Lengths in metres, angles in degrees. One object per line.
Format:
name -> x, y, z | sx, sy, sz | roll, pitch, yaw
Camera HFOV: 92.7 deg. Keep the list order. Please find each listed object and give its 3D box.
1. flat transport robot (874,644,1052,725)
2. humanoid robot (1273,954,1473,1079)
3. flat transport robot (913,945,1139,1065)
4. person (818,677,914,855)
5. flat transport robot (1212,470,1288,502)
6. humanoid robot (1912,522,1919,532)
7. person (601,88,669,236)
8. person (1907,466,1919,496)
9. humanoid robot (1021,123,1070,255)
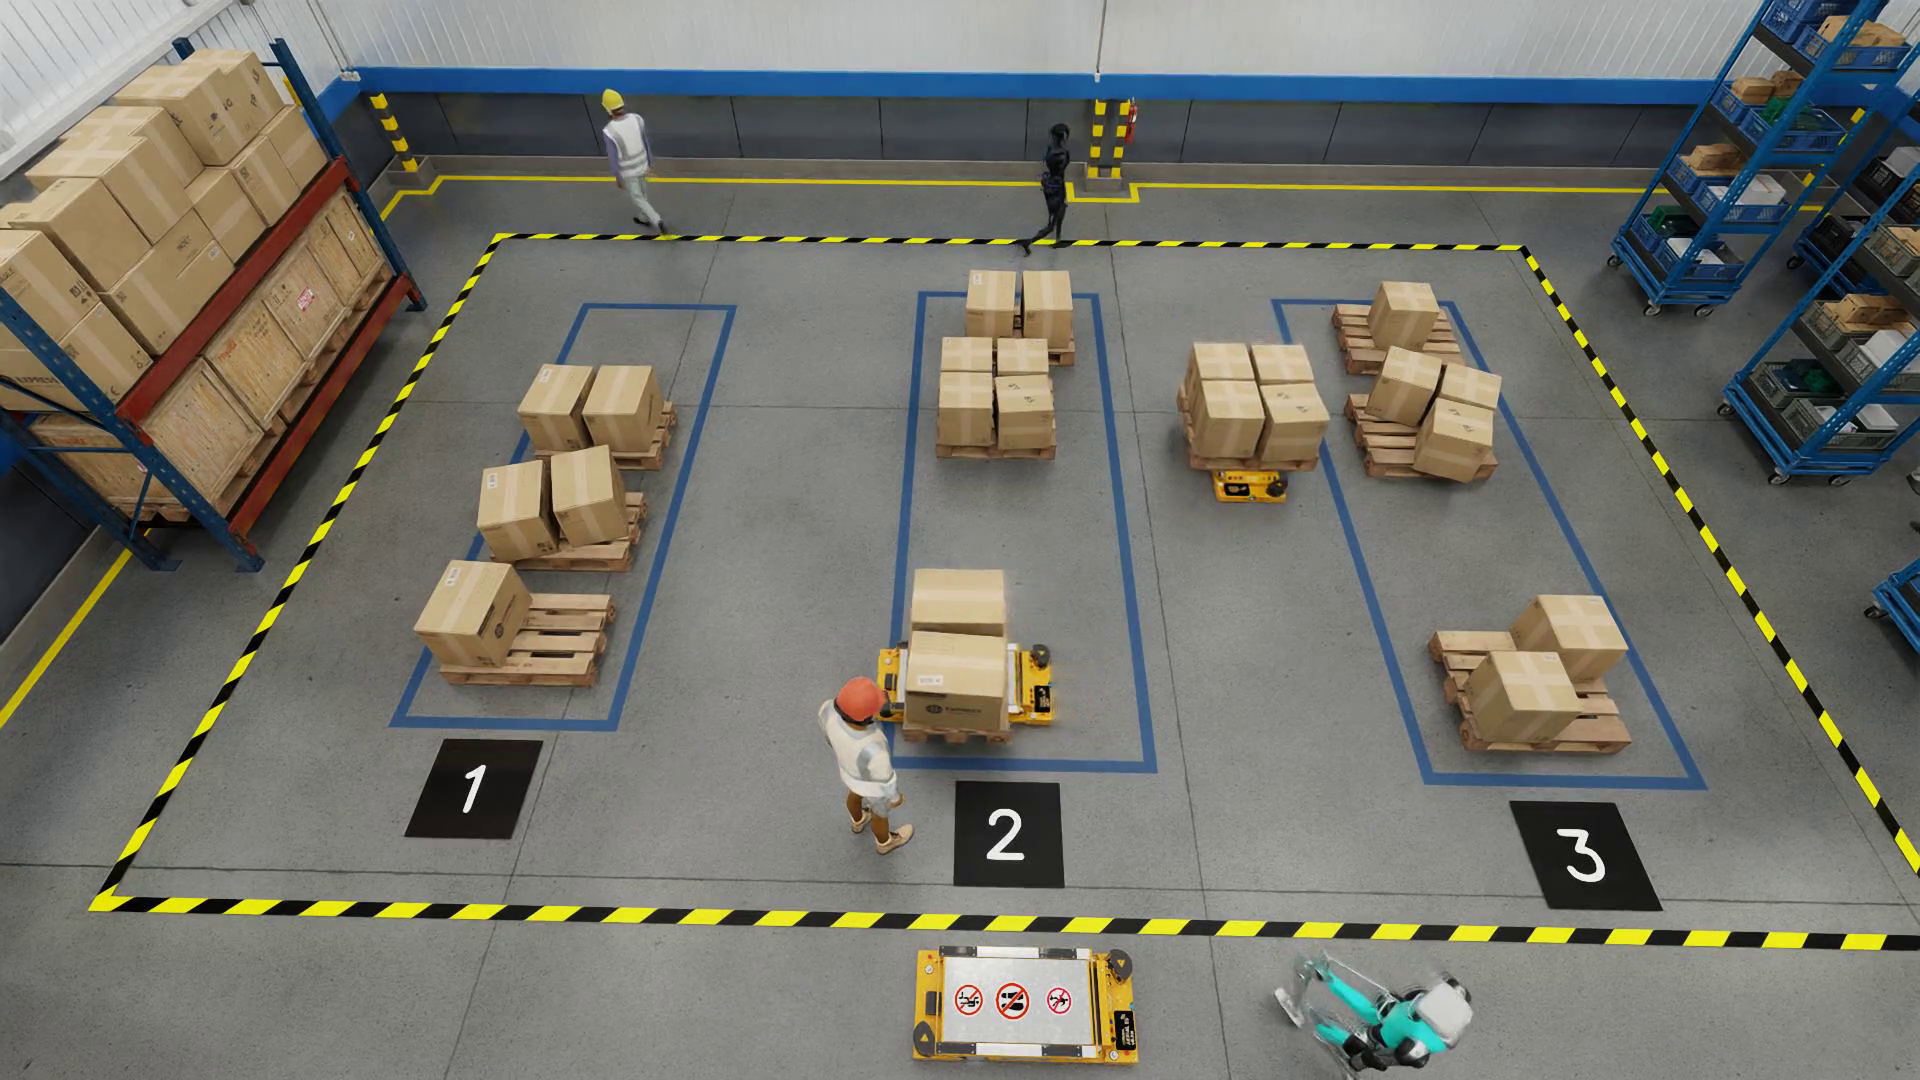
flat transport robot -> 0.029, 1.165, 7.518 | 1.431, 0.197, 0.652 | 1, 51, 1
humanoid robot -> 2.275, 2.728, 5.346 | 0.542, 1.752, 1.048 | -35, 59, -25
flat transport robot -> 0.422, 3.041, 6.007 | 1.431, 0.231, 0.659 | 1, 51, 1
person -> -0.608, 1.521, 6.108 | 0.604, 2.036, 0.385 | 36, 59, 26
flat transport robot -> 2.837, -0.978, 9.265 | 0.652, 0.197, 1.431 | 1, 51, 1
humanoid robot -> 9.131, -0.392, 7.925 | 0.598, 1.650, 0.681 | -11, 52, -9
person -> -3.965, -4.560, 11.211 | 0.716, 1.810, 0.601 | 27, 56, 20
person -> 9.610, -1.142, 8.398 | 0.565, 1.846, 0.390 | -4, 51, -4
humanoid robot -> 1.071, -4.212, 11.023 | 0.626, 1.640, 0.594 | -8, 51, -6
